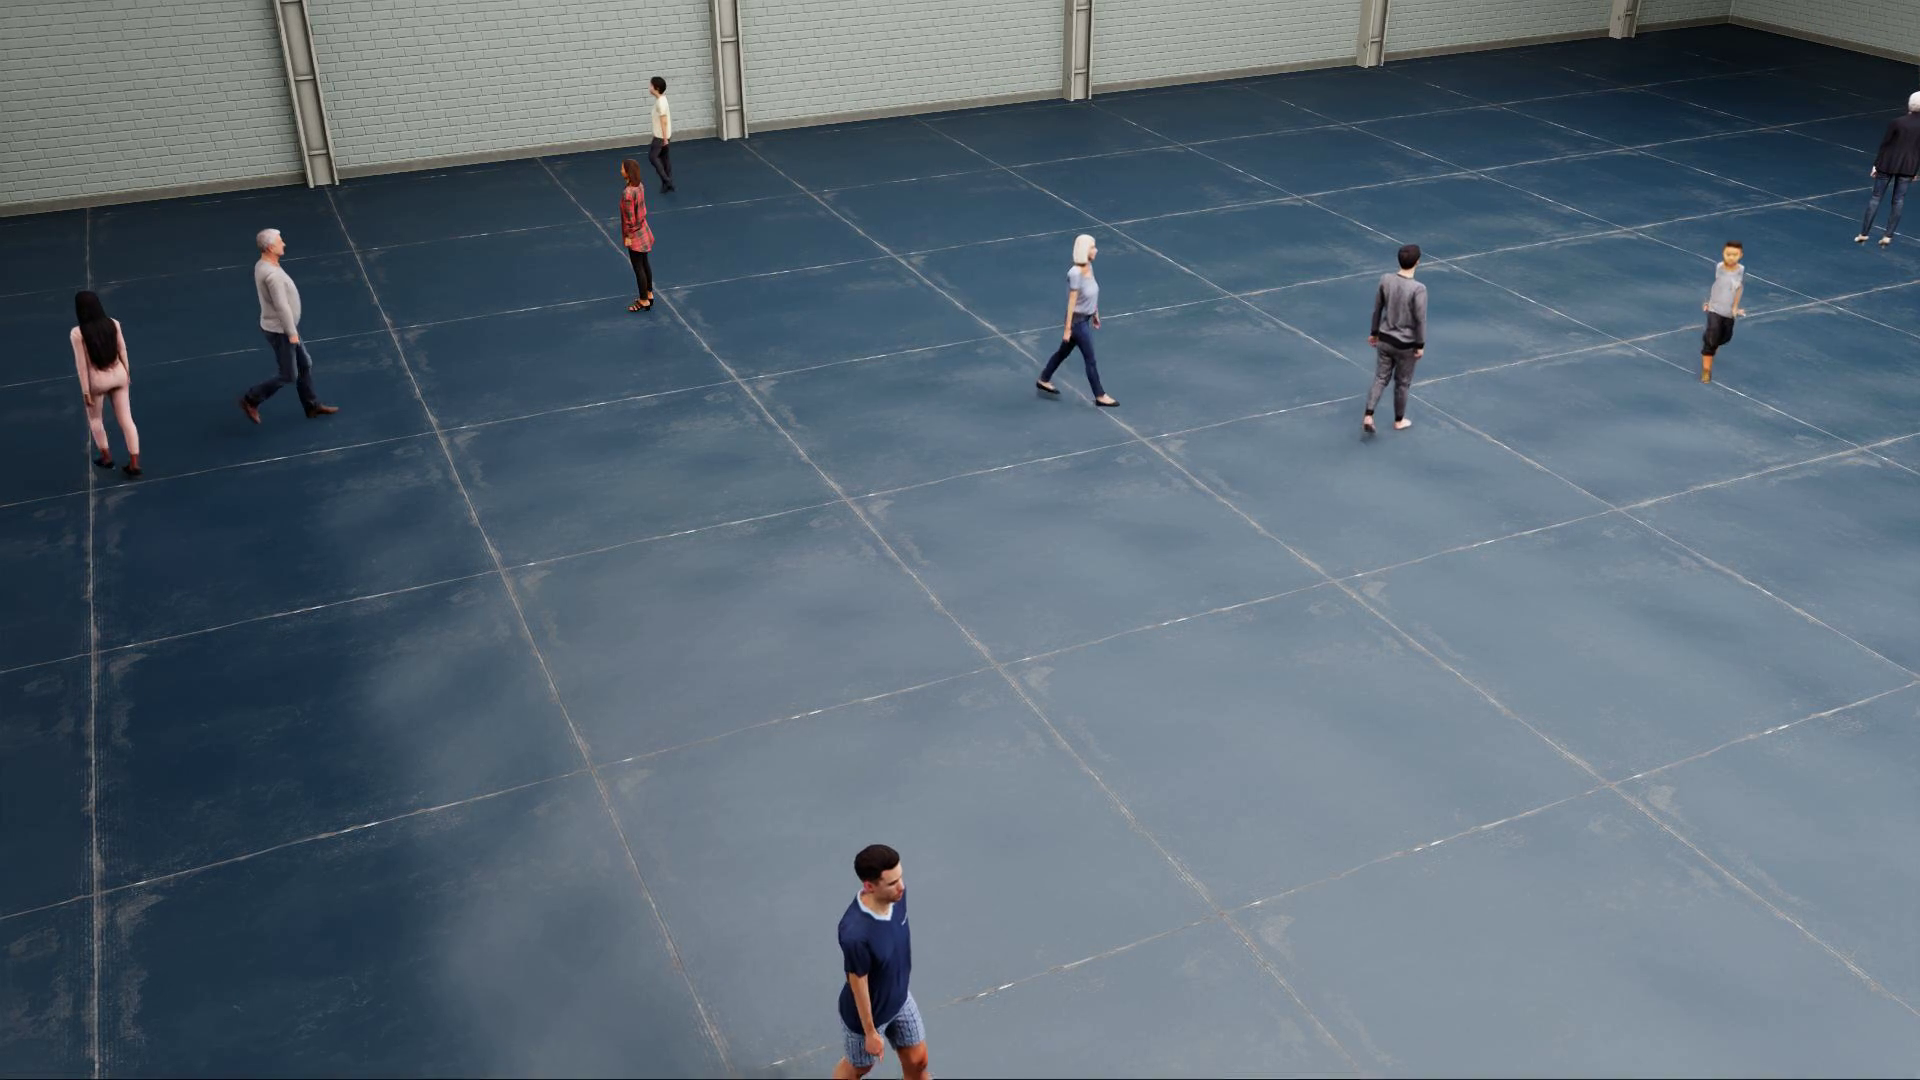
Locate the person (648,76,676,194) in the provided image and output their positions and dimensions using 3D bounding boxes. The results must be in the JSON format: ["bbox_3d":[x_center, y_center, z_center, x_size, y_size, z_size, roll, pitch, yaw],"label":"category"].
[{"bbox_3d":[-3.972,-5.462,22.486,0.665,1.578,0.667,-2,28,-4],"label":"person"}]

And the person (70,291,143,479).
[{"bbox_3d":[-7.442,-1.337,14.606,0.920,1.703,0.890,19,34,32],"label":"person"}]

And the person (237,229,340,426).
[{"bbox_3d":[-6.420,-1.945,15.552,1.095,1.888,0.730,-12,30,-21],"label":"person"}]

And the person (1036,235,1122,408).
[{"bbox_3d":[1.061,-2.112,16.090,1.138,1.676,1.090,10,30,18],"label":"person"}]

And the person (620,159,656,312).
[{"bbox_3d":[-3.591,-3.393,18.467,0.719,1.704,0.702,3,28,6],"label":"person"}]

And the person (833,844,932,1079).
[{"bbox_3d":[-0.467,2.164,7.912,1.009,1.816,1.048,17,32,29],"label":"person"}]

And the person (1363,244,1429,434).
[{"bbox_3d":[4.024,-1.845,15.413,0.883,1.843,1.002,23,36,36],"label":"person"}]

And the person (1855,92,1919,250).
[{"bbox_3d":[10.448,-4.163,18.617,0.821,1.782,0.790,10,30,17],"label":"person"}]

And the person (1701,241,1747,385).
[{"bbox_3d":[7.758,-2.401,16.890,0.981,1.434,1.023,8,29,15],"label":"person"}]
